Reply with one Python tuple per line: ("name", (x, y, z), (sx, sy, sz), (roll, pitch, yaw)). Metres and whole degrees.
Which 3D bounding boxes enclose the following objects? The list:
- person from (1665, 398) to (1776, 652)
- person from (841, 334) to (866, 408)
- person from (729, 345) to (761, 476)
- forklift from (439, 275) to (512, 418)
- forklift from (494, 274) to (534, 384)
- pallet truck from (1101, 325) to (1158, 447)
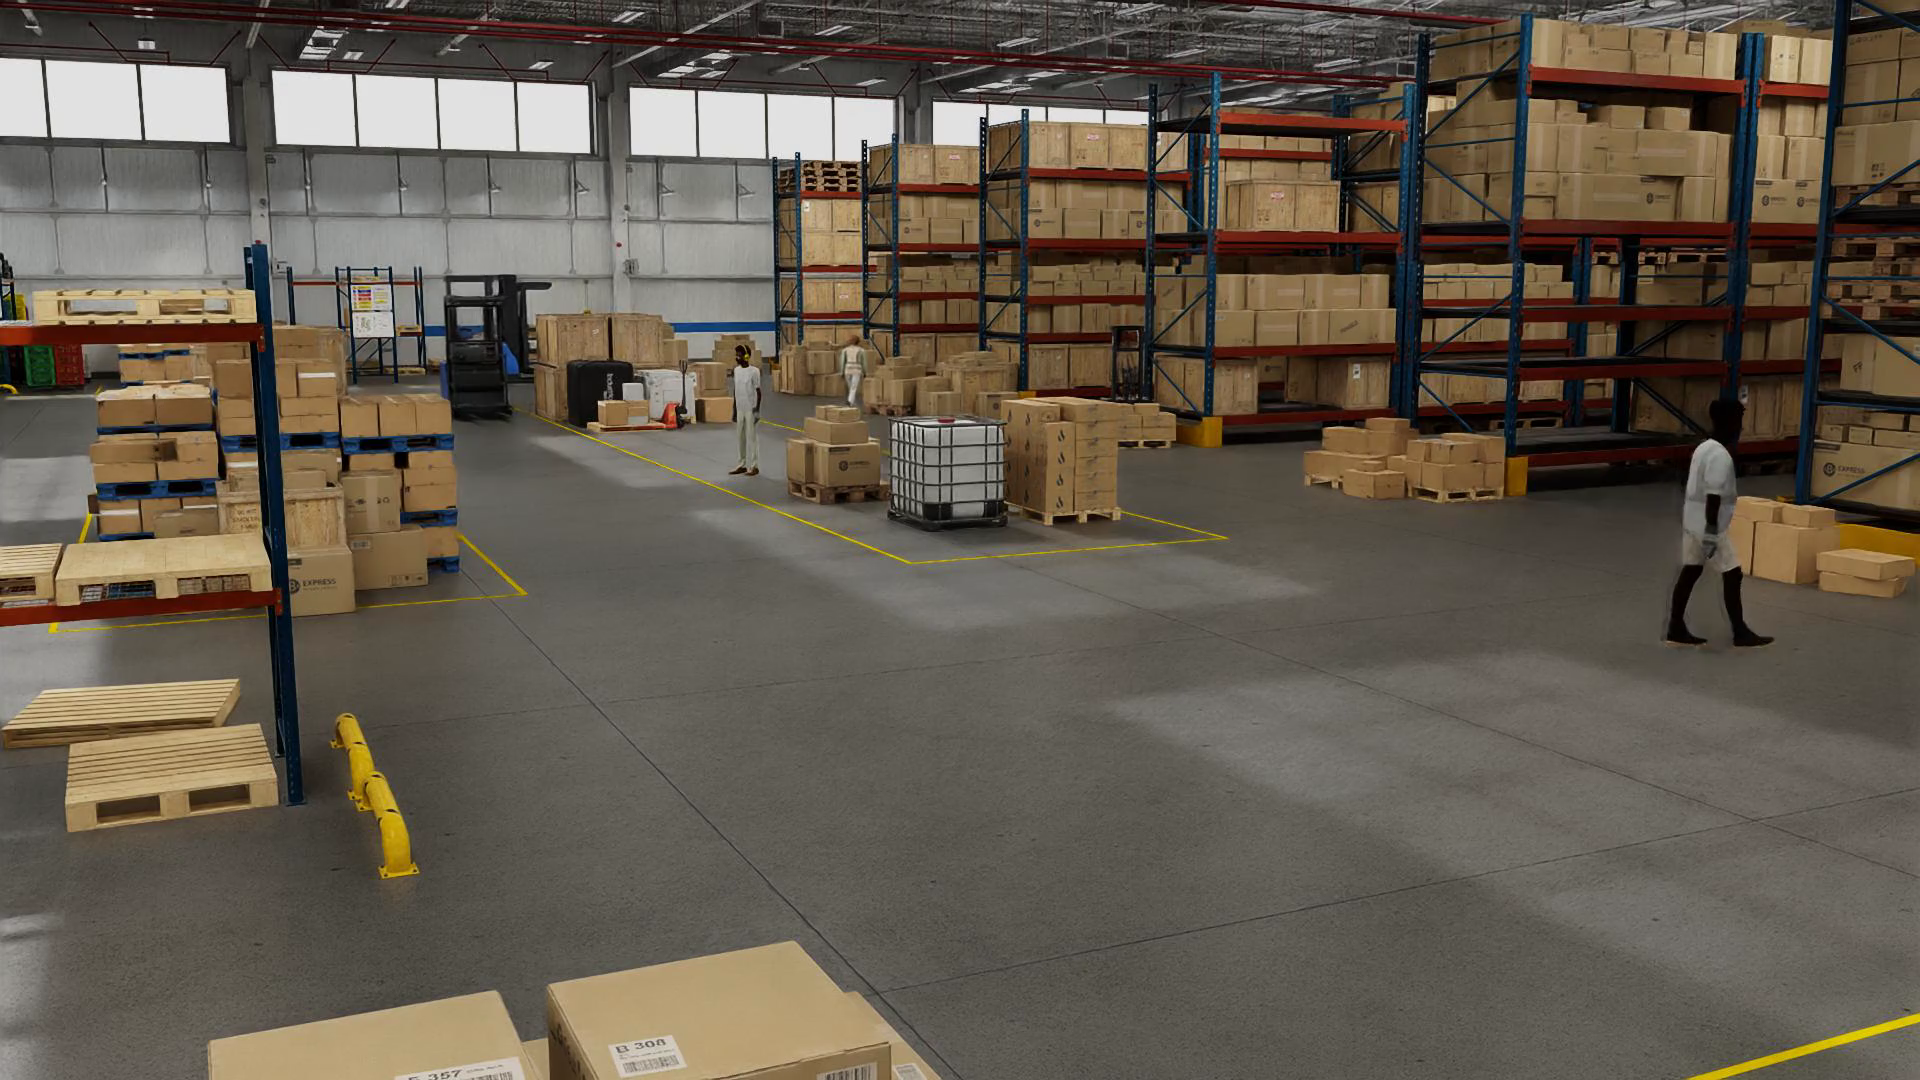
("person", (5.855, -0.106, 12.653), (0.871, 1.932, 0.641), (2, 9, 9))
("person", (-2.222, -3.445, 34.372), (0.512, 1.609, 0.732), (3, 10, 18))
("person", (-3.051, -1.838, 23.643), (0.518, 1.865, 0.329), (7, 11, 36))
("forklift", (-9.810, -3.914, 33.371), (1.129, 2.768, 1.873), (-4, 10, -26))
("forklift", (-11.503, -5.357, 42.326), (1.873, 2.768, 1.129), (-4, 10, -25))
("pallet truck", (2.881, -2.596, 27.923), (0.823, 1.965, 1.885), (-1, 9, -7))
